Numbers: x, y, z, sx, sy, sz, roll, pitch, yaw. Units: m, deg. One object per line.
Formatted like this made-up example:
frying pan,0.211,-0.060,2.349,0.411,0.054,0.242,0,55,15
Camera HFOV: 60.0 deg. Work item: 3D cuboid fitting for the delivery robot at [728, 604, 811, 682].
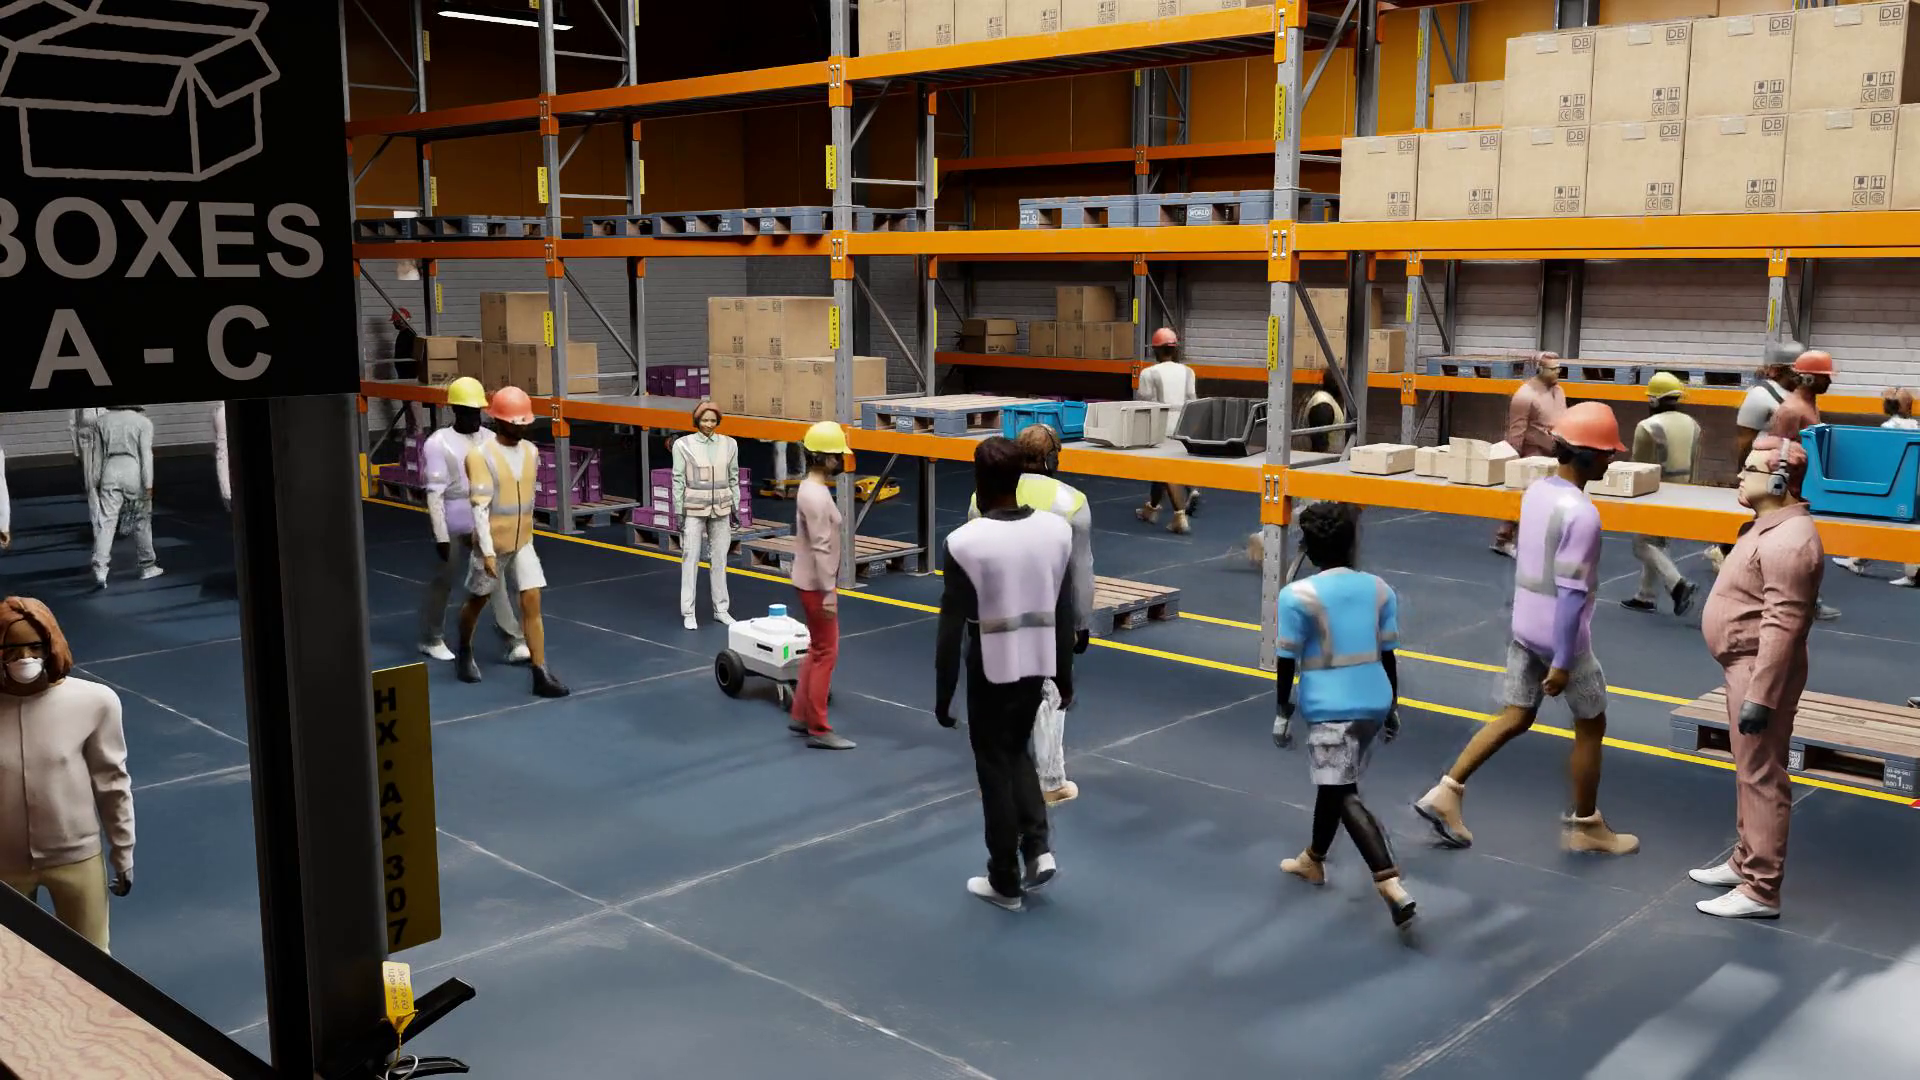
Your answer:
delivery robot,-1.080,0.628,9.901,0.477,0.478,0.707,-7,12,-36

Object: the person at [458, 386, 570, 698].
person,-2.788,-0.002,10.072,1.031,1.880,0.562,8,12,39

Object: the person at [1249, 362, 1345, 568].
person,2.904,-0.593,13.920,0.836,1.809,0.637,4,10,21

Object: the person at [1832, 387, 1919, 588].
person,7.520,-0.439,13.543,0.534,1.598,0.849,-7,12,-38

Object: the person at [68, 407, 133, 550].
person,-7.946,-0.873,15.451,0.574,1.862,0.847,-3,10,-16

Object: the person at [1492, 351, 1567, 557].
person,5.063,-0.712,14.462,0.640,1.855,0.984,-9,13,-43

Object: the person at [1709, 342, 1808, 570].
person,6.542,-0.649,13.493,0.689,2.000,1.004,-6,11,-31

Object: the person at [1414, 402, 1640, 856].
person,2.489,0.399,7.189,0.927,2.010,0.611,-1,9,-7

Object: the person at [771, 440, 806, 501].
person,-1.900,-1.376,18.473,0.700,1.866,1.033,0,9,-1

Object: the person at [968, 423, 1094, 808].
person,0.351,0.358,7.964,0.625,1.835,0.430,4,10,25

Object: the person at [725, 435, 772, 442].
person,-3.132,-2.335,24.499,0.802,1.834,0.546,2,10,13

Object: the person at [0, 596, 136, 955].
person,-2.697,0.961,4.893,0.500,1.628,0.277,-4,10,-25

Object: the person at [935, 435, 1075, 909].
person,0.175,0.535,6.638,0.628,1.904,0.457,-6,11,-35

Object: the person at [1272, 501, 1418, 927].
person,1.553,0.684,6.568,0.536,1.646,0.853,-5,10,-26

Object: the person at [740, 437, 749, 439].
person,-3.288,-2.480,25.258,0.635,1.869,0.786,-3,10,-20

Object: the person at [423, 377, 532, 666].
person,-3.160,-0.109,10.704,1.011,1.869,0.617,6,11,34

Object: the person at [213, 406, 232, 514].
person,-5.271,-0.418,12.658,0.659,1.853,1.018,-8,12,-41

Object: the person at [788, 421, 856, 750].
person,-0.742,0.243,8.872,0.362,1.761,0.552,-1,9,-9

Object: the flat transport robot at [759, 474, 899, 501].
flat transport robot,-1.459,-0.603,18.623,1.431,0.197,0.652,3,10,16

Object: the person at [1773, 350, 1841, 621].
person,6.247,-0.403,12.214,0.783,1.967,0.627,6,11,32

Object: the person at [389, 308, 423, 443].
person,-8.130,-2.410,24.437,0.392,1.991,0.612,-7,12,-37

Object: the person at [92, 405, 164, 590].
person,-6.785,-0.465,13.441,0.519,1.689,0.908,-1,9,-3

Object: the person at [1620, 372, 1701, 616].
person,5.165,-0.316,12.162,0.605,1.810,0.698,-4,10,-24

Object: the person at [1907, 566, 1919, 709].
person,5.523,0.053,9.326,0.626,1.992,0.387,-8,13,-42

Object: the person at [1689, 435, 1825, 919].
person,3.154,0.540,6.600,0.411,1.913,0.643,4,10,21

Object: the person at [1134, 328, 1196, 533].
person,2.011,-1.081,16.332,0.623,1.986,1.095,-5,10,-26

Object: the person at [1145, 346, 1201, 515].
person,2.232,-1.162,17.348,0.516,1.817,0.844,-4,10,-24

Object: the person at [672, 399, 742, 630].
person,-1.806,-0.185,11.875,0.514,1.640,0.310,-5,11,-30

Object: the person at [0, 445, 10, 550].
person,-6.666,-0.115,10.993,0.924,1.781,0.591,4,10,25
